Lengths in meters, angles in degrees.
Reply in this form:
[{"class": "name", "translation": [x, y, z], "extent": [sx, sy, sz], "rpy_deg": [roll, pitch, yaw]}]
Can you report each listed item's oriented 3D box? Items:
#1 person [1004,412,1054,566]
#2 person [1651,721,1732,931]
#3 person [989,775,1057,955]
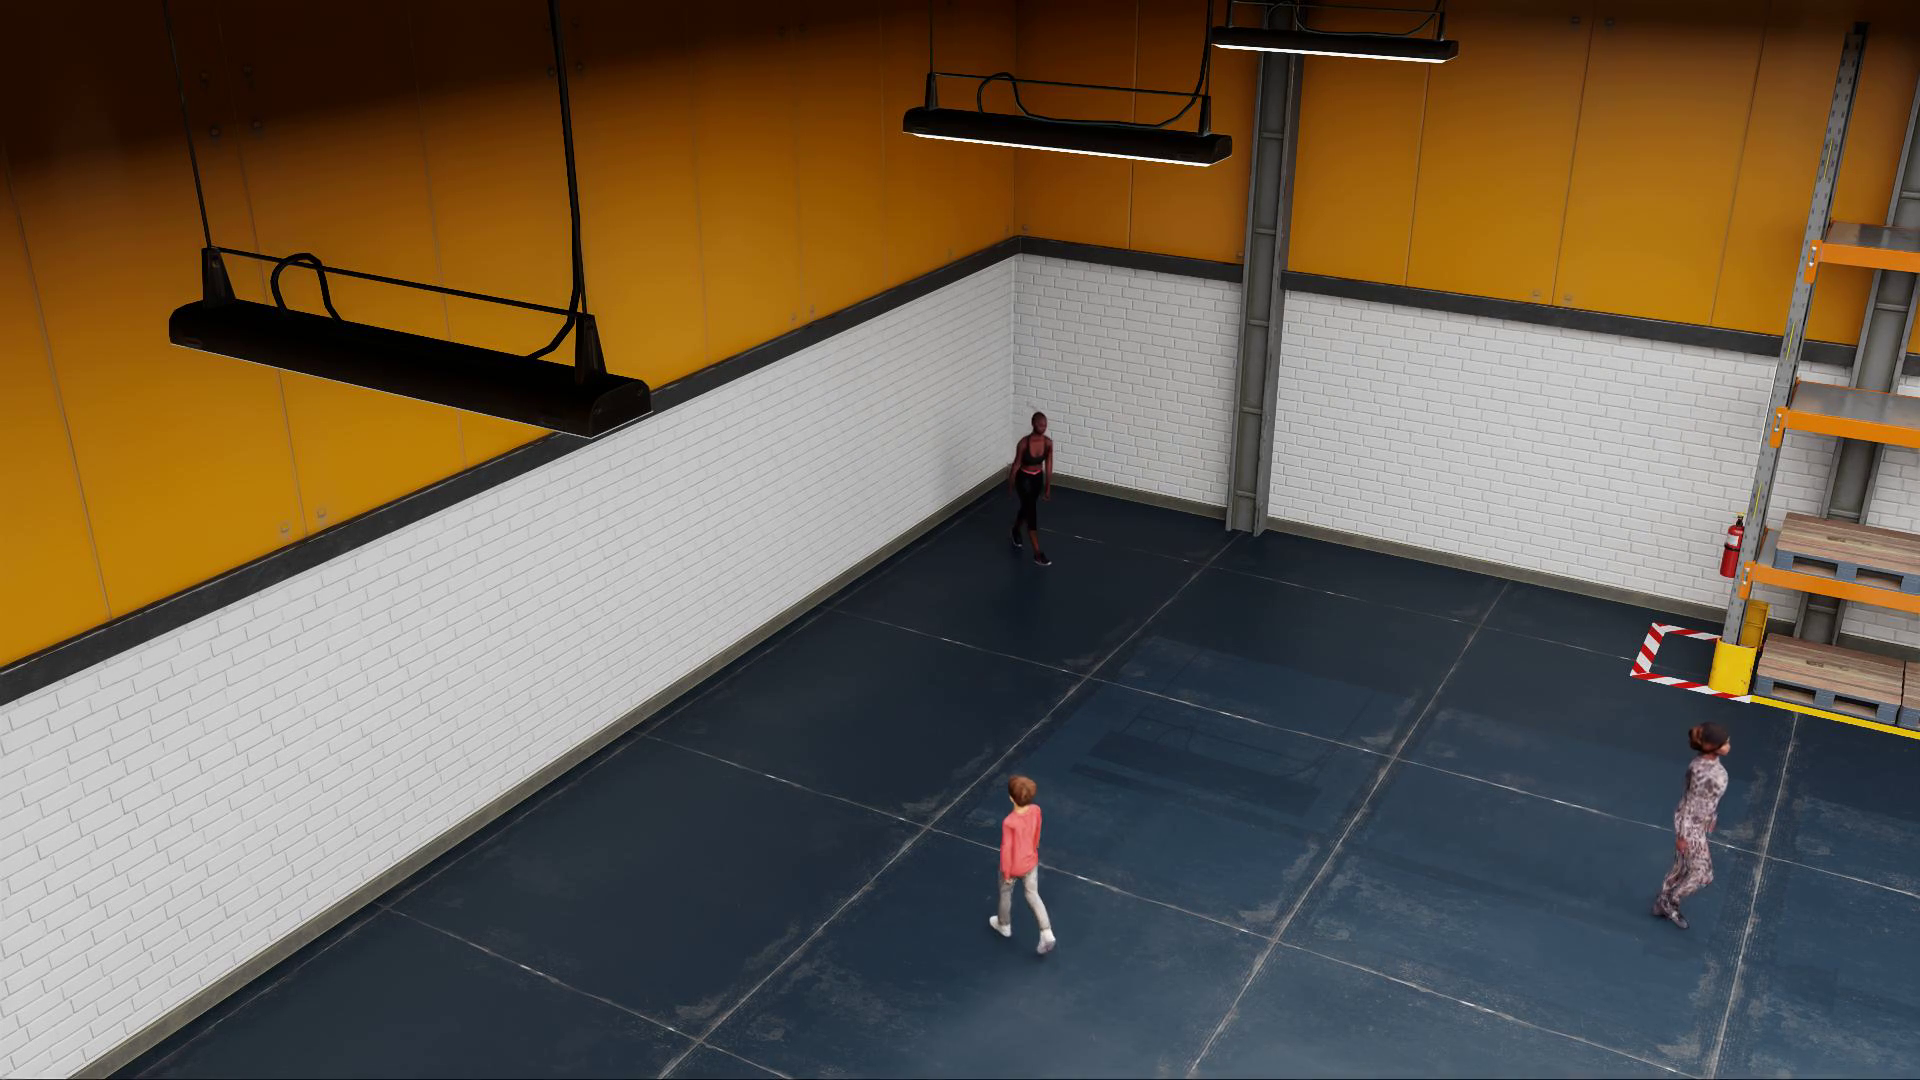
[{"class": "person", "translation": [0.730, -0.627, 18.372], "extent": [1.085, 1.696, 1.295], "rpy_deg": [-10, 26, -22]}, {"class": "person", "translation": [5.282, 2.070, 12.195], "extent": [0.665, 1.701, 0.641], "rpy_deg": [19, 30, 36]}, {"class": "person", "translation": [0.476, 2.339, 11.956], "extent": [0.763, 1.400, 0.961], "rpy_deg": [-16, 28, -31]}]
